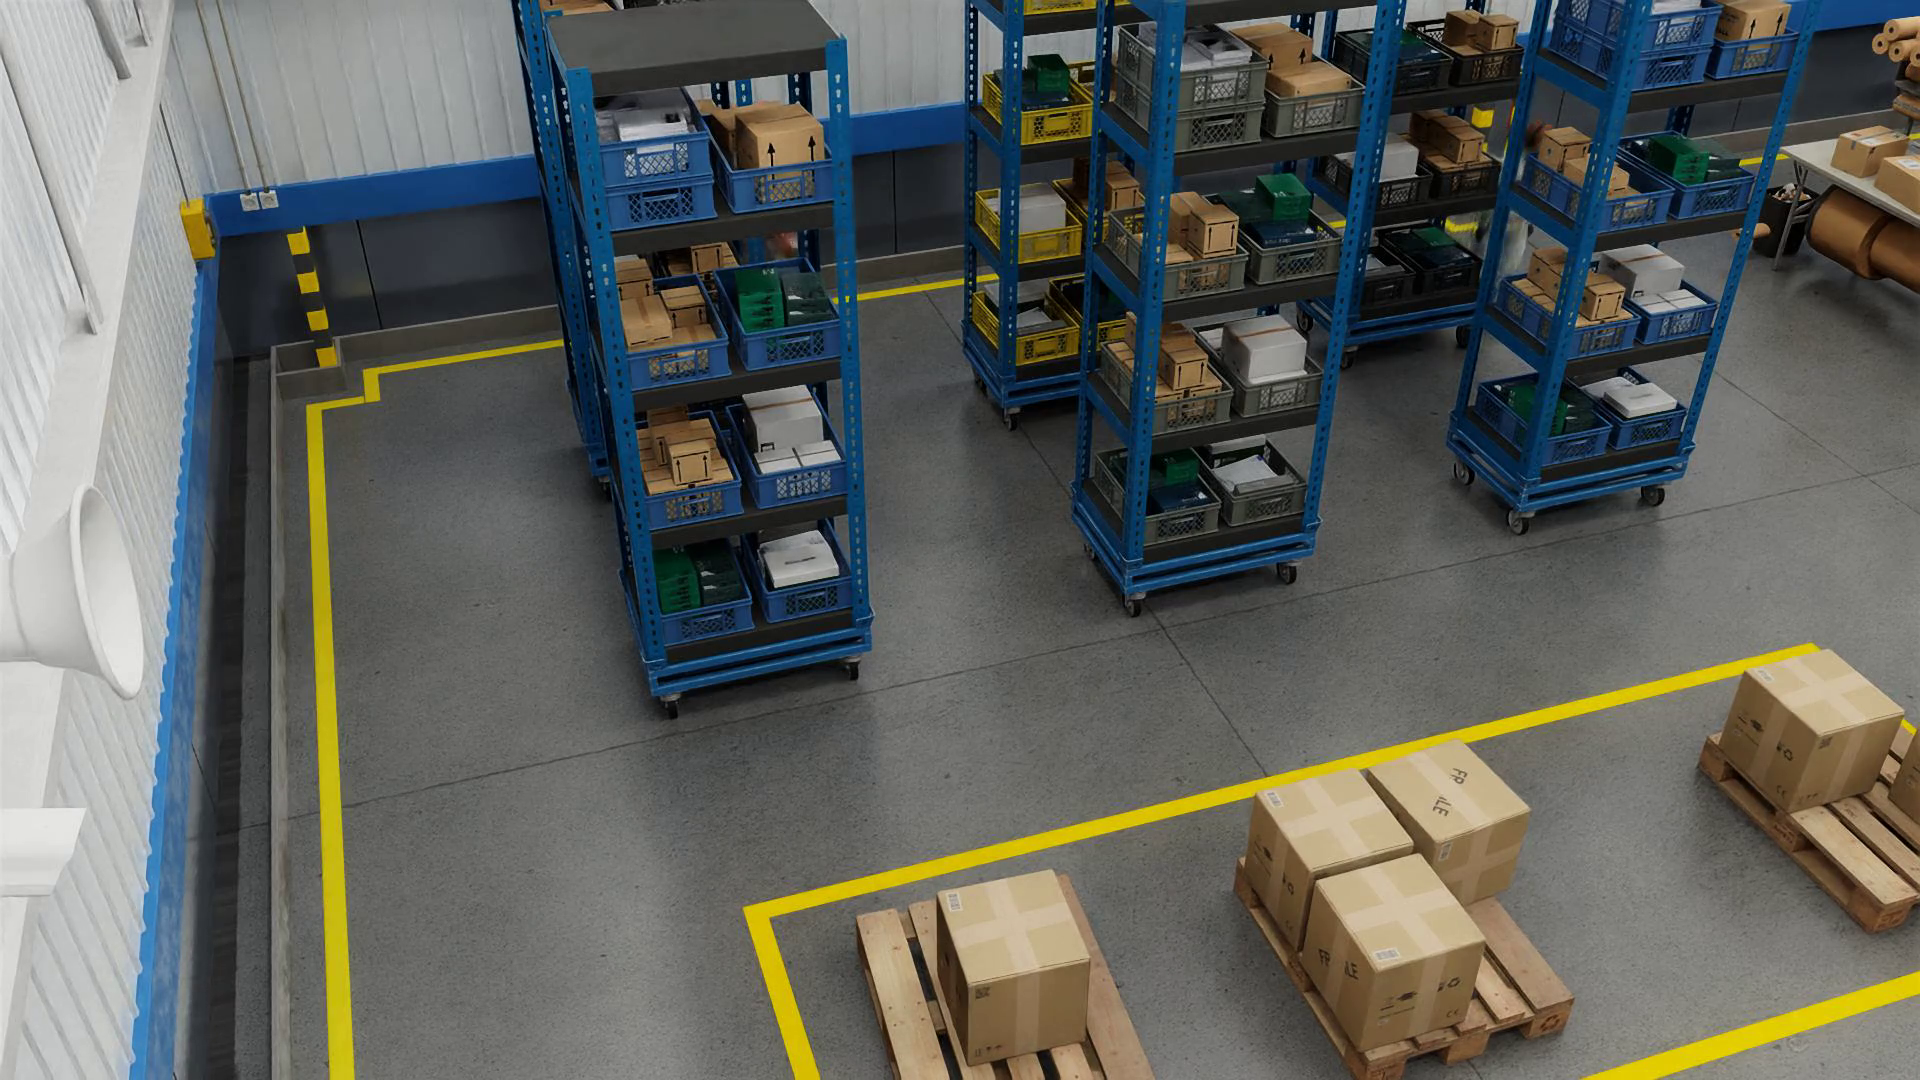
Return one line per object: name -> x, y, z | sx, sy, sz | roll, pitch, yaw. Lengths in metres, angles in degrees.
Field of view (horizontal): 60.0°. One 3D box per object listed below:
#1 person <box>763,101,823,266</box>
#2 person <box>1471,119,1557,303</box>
person -> -1.189, -2.199, 11.717 | 0.401, 1.940, 0.648 | 18, 39, 24
person -> 3.961, -2.362, 12.223 | 0.531, 1.615, 0.605 | -16, 38, -21
